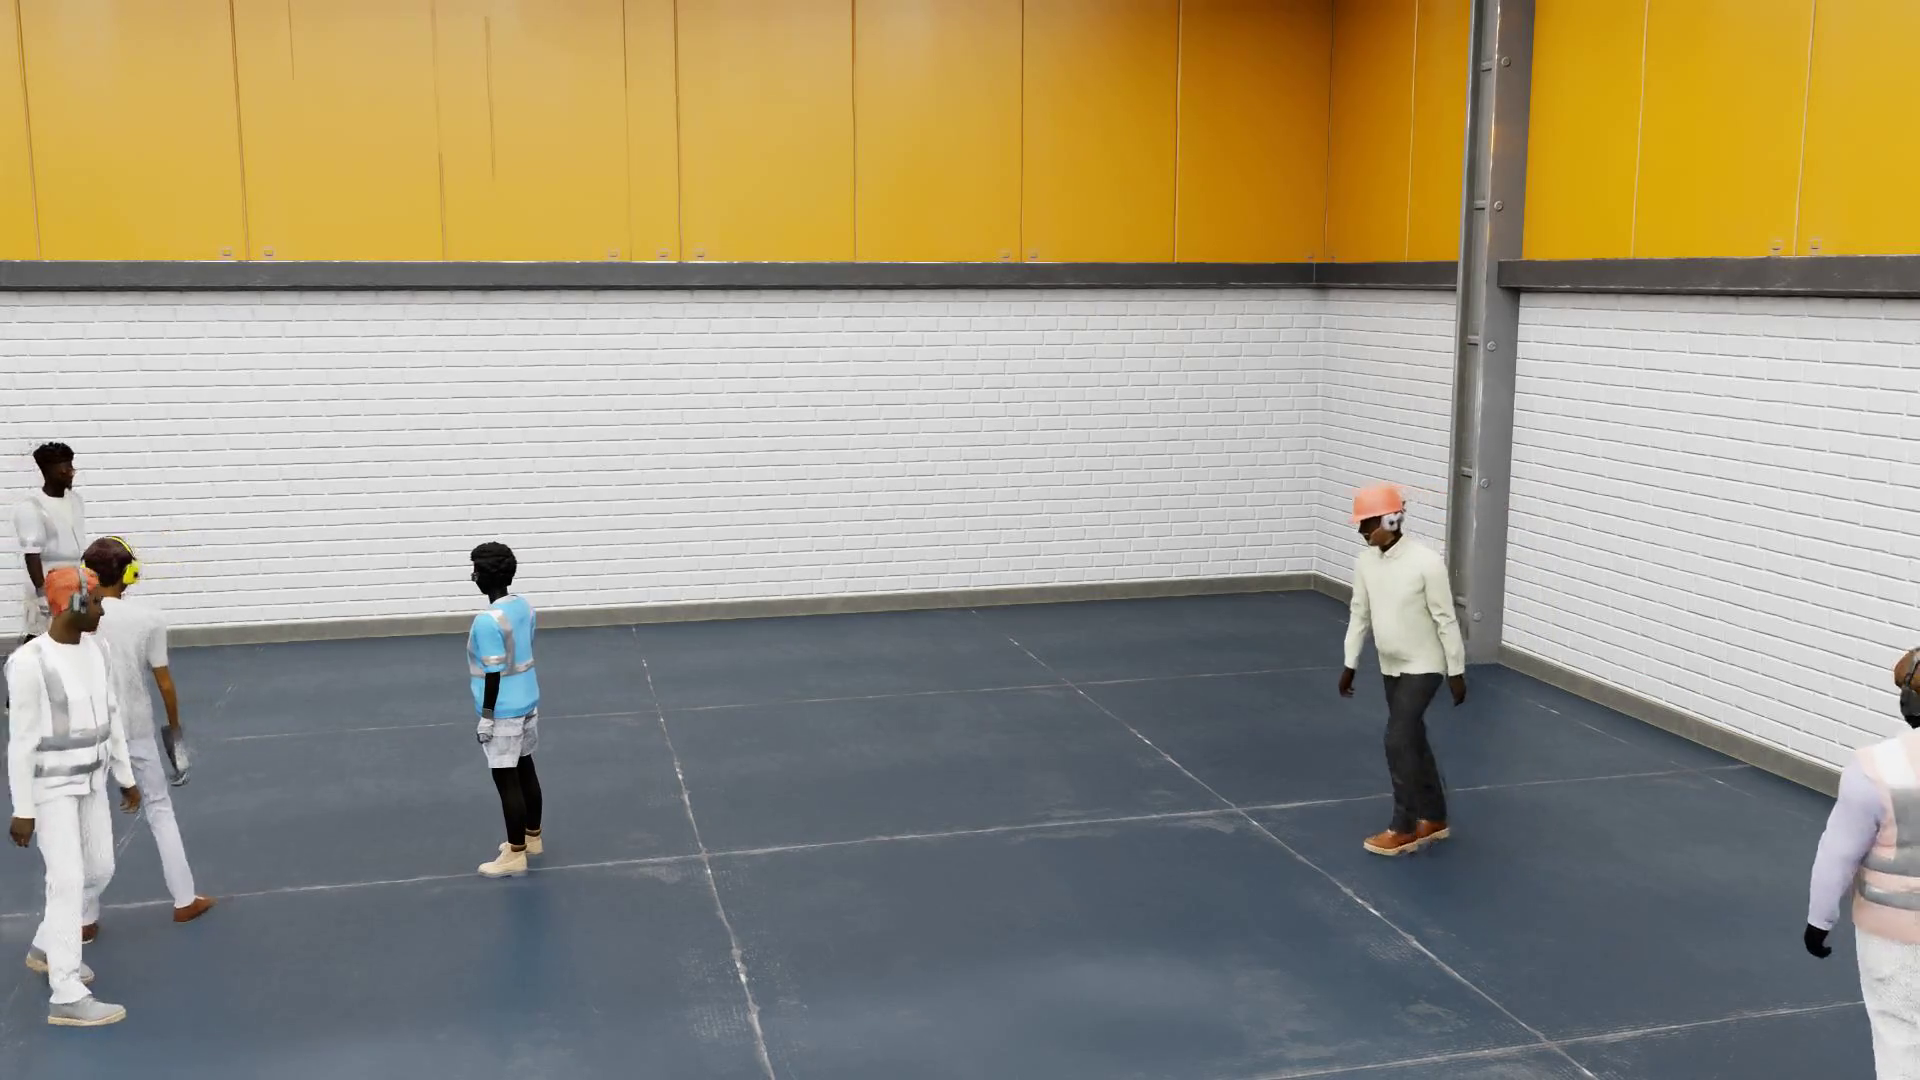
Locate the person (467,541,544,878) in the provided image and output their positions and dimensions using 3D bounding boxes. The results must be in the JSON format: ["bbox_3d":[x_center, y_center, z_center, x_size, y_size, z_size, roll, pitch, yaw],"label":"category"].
[{"bbox_3d":[-2.301,0.852,8.401,0.317,1.686,0.540,1,9,6],"label":"person"}]

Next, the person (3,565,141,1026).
[{"bbox_3d":[-3.713,1.023,6.883,0.615,1.847,0.625,1,9,8],"label":"person"}]

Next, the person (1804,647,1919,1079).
[{"bbox_3d":[3.137,1.239,5.529,0.661,1.828,0.617,0,9,0],"label":"person"}]

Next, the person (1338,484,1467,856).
[{"bbox_3d":[2.316,0.669,8.753,0.717,1.936,0.649,-4,10,-24],"label":"person"}]

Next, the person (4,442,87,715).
[{"bbox_3d":[-6.086,0.284,11.262,1.025,1.909,0.631,2,9,11],"label":"person"}]

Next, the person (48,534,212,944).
[{"bbox_3d":[-3.869,0.896,7.641,0.578,1.861,0.397,-3,9,-16],"label":"person"}]
